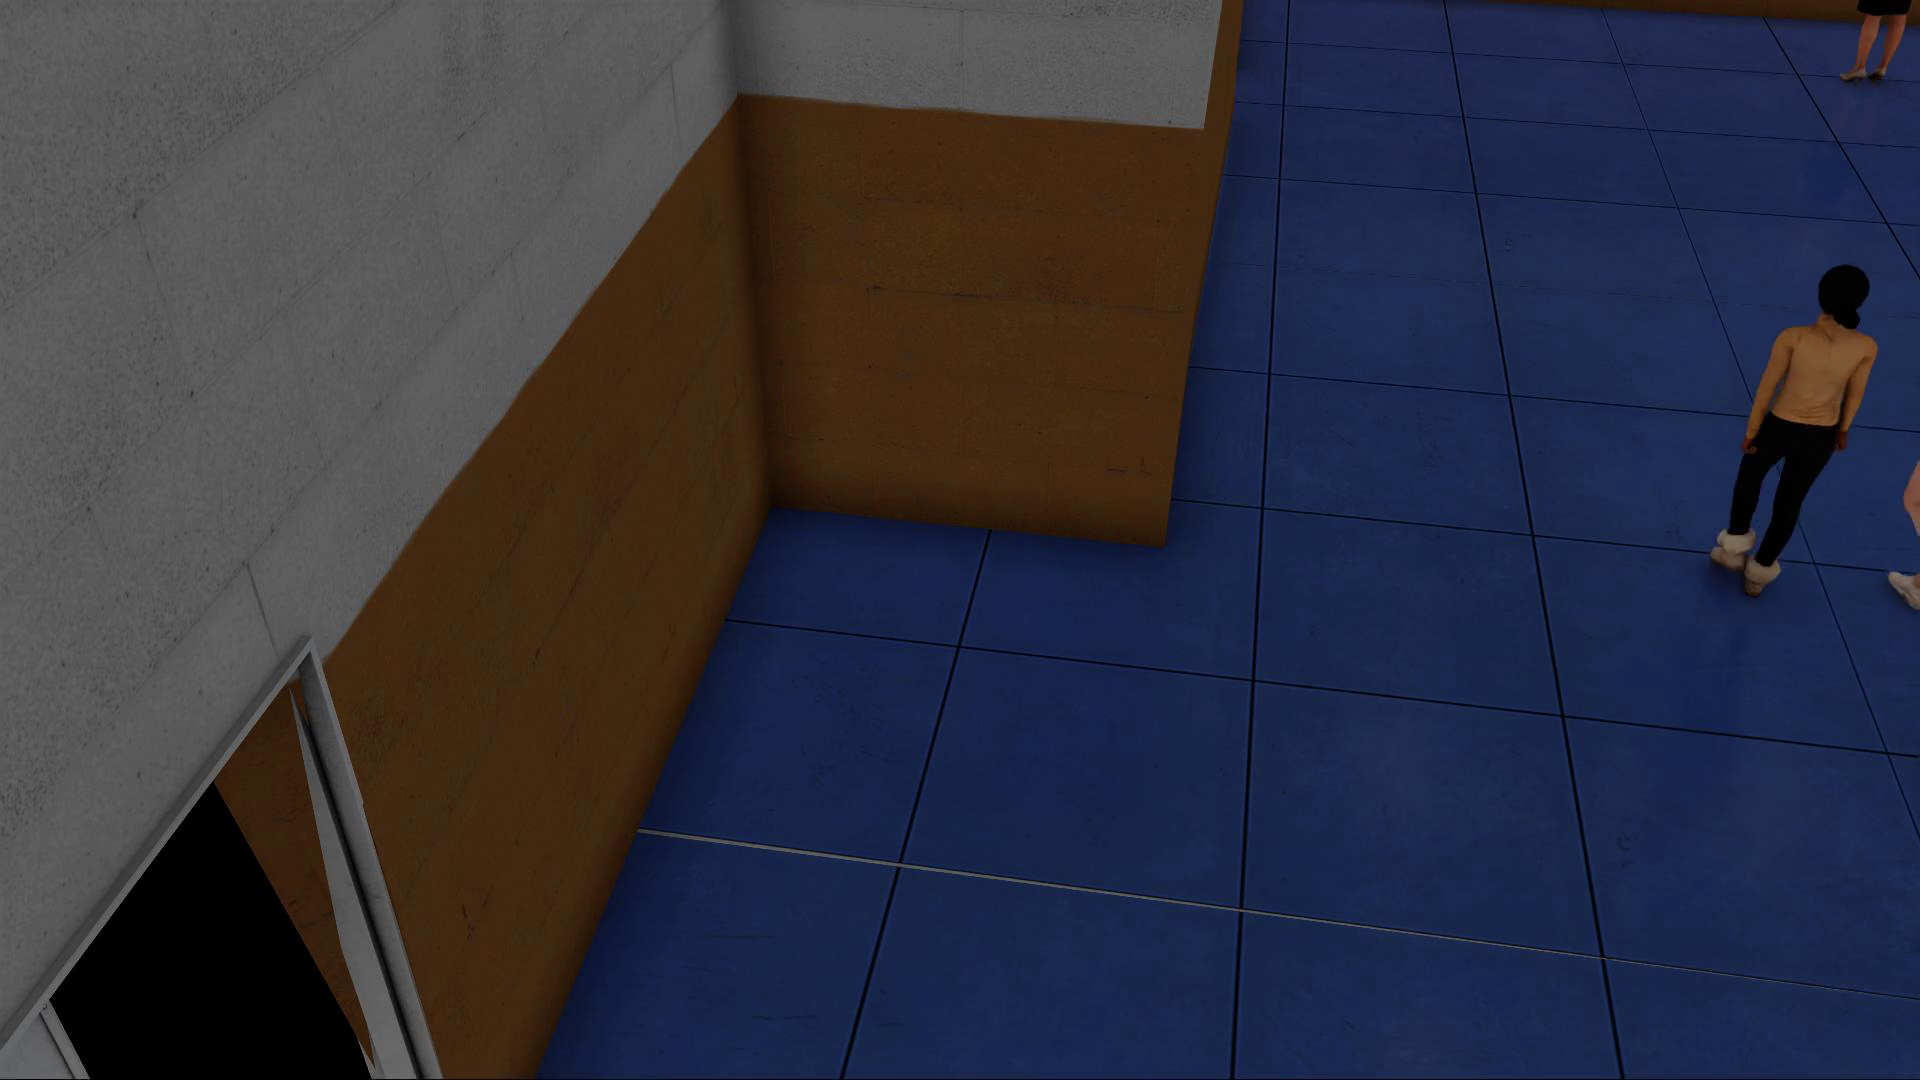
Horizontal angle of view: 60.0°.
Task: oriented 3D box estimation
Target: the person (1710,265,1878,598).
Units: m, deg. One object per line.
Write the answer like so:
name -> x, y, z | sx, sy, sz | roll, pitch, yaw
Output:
person -> 3.759, -0.433, 7.452 | 0.578, 1.651, 0.716 | 14, 39, 18

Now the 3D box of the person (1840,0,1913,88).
person -> 7.060, -4.293, 12.510 | 0.550, 1.754, 0.748 | -2, 37, -3
